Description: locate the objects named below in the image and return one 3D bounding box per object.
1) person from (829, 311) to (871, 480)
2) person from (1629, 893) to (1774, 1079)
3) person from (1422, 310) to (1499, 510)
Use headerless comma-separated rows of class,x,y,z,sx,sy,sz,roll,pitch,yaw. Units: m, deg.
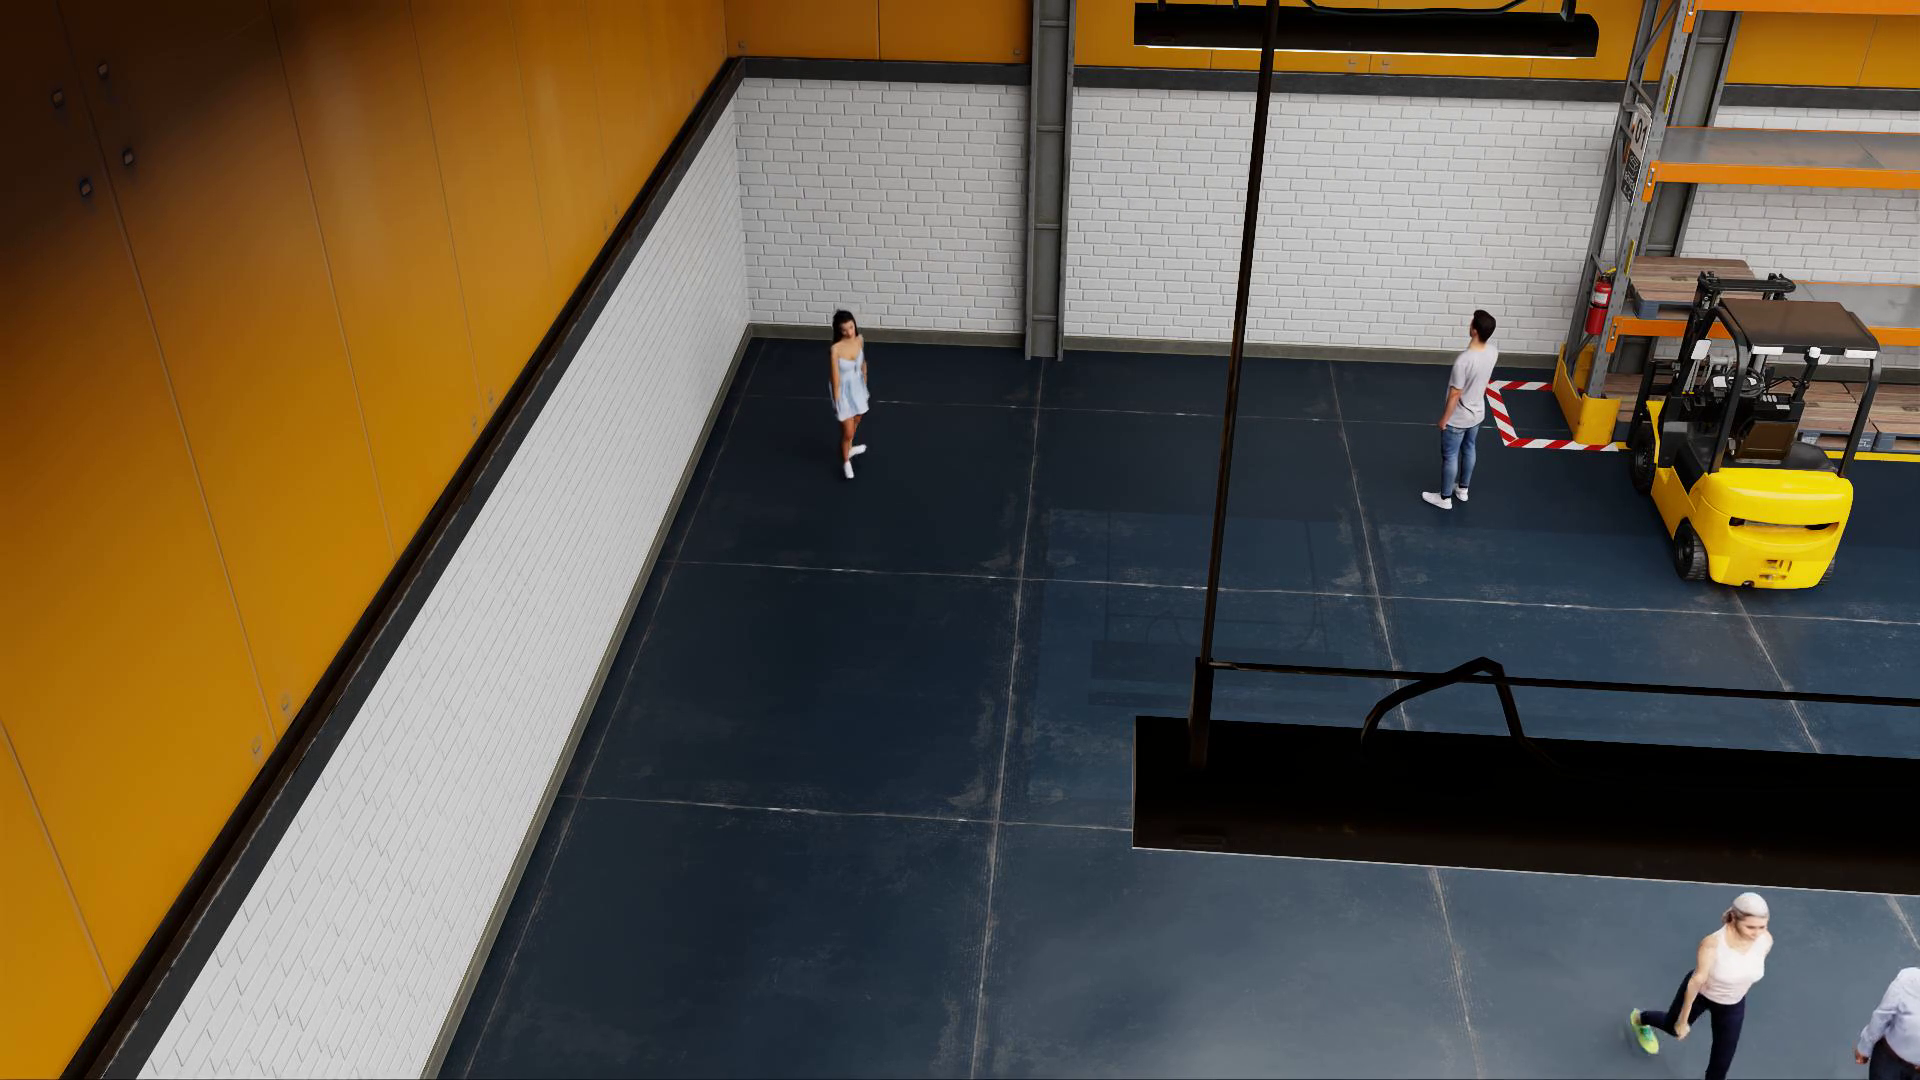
person,-1.030,-1.351,15.170,0.880,1.698,0.878,18,38,25
person,4.164,2.536,9.351,1.170,1.666,0.901,-6,34,-10
person,4.463,-1.157,14.705,0.736,1.889,0.811,-22,40,-30
